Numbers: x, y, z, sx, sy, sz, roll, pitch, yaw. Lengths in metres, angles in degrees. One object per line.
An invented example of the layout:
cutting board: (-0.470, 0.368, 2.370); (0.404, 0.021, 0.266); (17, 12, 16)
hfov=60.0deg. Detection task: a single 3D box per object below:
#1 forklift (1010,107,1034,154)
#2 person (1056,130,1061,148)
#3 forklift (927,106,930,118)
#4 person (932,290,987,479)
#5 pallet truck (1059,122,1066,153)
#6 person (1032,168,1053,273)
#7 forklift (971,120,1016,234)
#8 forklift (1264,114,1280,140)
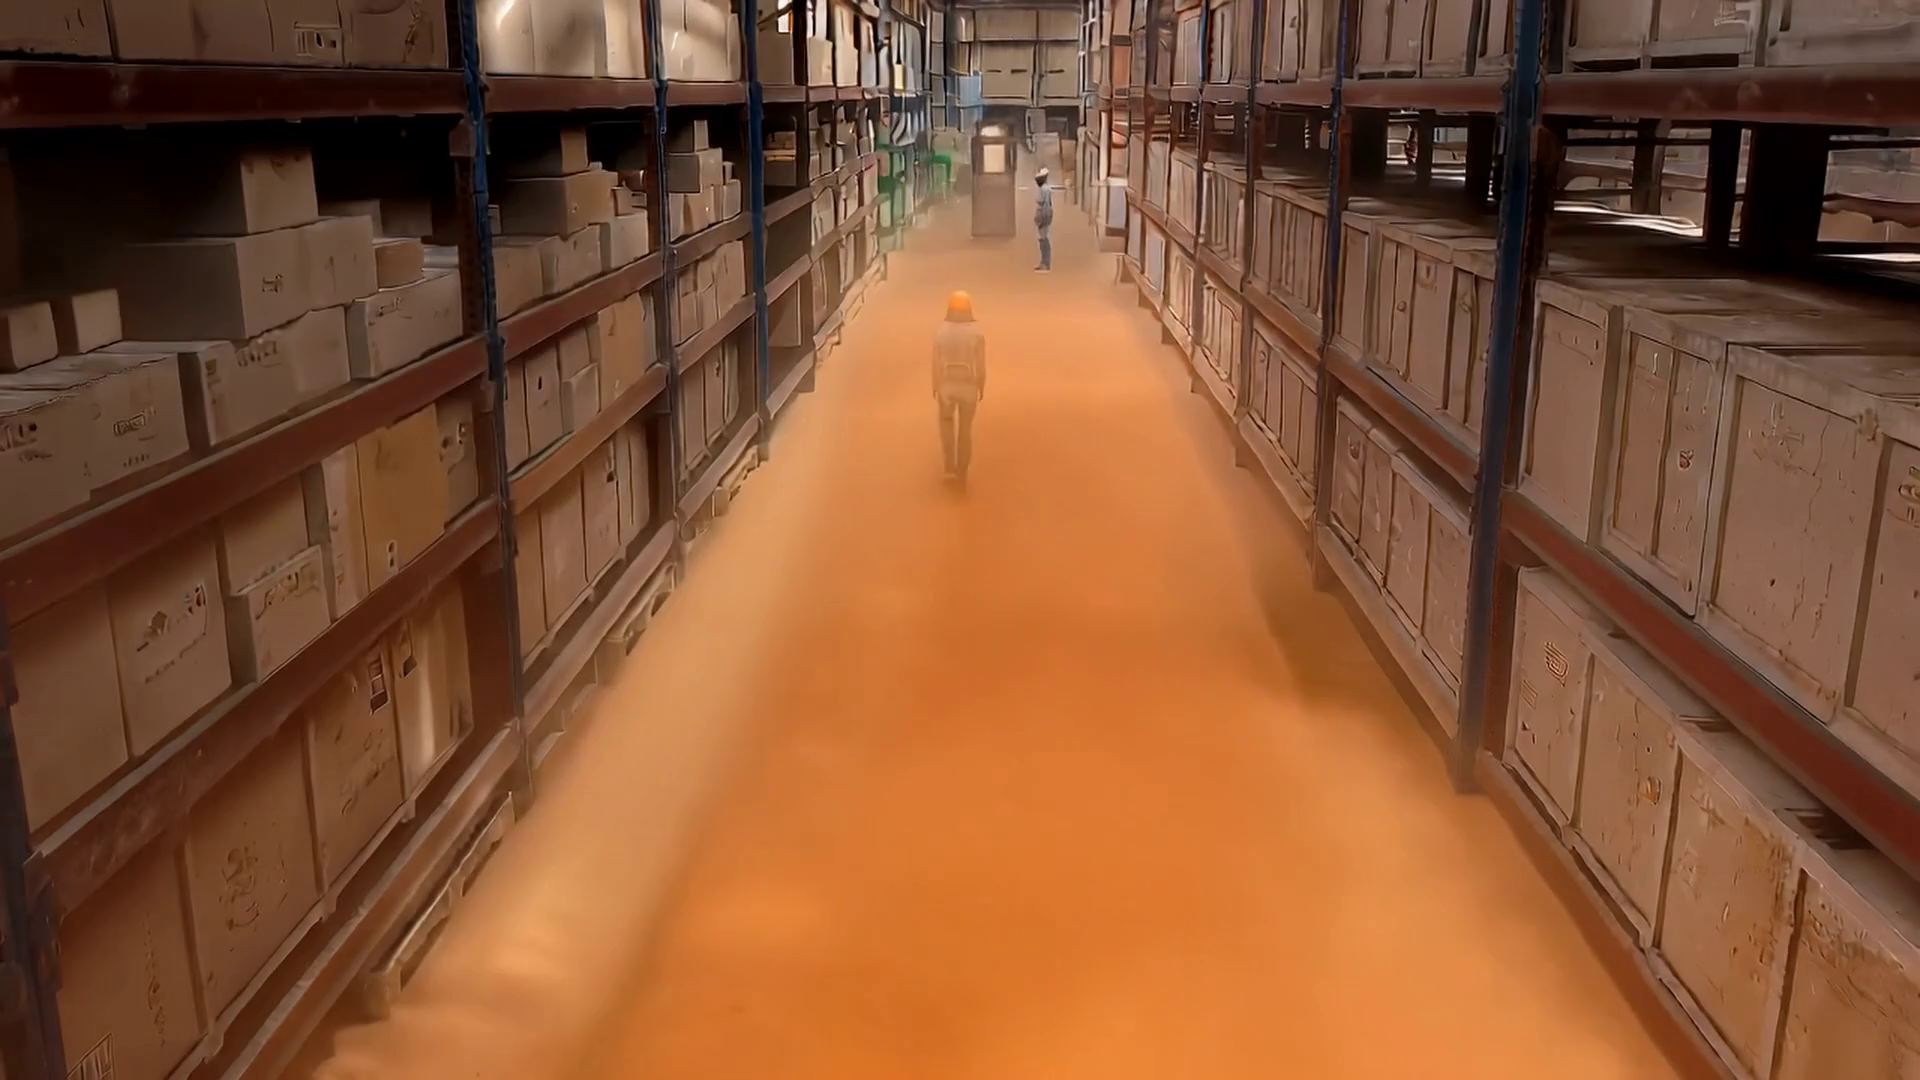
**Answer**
forklift: (2.964, -19.940, 81.982); (1.129, 2.768, 1.873); (-7, 17, -24)
person: (5.061, -20.418, 86.134); (0.313, 1.635, 0.519); (6, 16, 20)
forklift: (-1.919, -21.447, 87.590); (1.129, 2.768, 1.873); (0, 15, 2)
person: (-0.006, -1.425, 15.277); (0.502, 1.725, 0.466); (0, 15, 0)
pallet truck: (5.788, -21.111, 88.014); (1.885, 1.965, 0.823); (5, 16, 18)
person: (1.628, -6.314, 32.873); (0.372, 2.044, 0.608); (4, 15, 13)
forklift: (0.856, -9.178, 41.939); (1.129, 2.768, 1.873); (0, 15, 1)
forklift: (11.019, -13.922, 59.590); (1.129, 2.768, 1.873); (0, 15, 2)
